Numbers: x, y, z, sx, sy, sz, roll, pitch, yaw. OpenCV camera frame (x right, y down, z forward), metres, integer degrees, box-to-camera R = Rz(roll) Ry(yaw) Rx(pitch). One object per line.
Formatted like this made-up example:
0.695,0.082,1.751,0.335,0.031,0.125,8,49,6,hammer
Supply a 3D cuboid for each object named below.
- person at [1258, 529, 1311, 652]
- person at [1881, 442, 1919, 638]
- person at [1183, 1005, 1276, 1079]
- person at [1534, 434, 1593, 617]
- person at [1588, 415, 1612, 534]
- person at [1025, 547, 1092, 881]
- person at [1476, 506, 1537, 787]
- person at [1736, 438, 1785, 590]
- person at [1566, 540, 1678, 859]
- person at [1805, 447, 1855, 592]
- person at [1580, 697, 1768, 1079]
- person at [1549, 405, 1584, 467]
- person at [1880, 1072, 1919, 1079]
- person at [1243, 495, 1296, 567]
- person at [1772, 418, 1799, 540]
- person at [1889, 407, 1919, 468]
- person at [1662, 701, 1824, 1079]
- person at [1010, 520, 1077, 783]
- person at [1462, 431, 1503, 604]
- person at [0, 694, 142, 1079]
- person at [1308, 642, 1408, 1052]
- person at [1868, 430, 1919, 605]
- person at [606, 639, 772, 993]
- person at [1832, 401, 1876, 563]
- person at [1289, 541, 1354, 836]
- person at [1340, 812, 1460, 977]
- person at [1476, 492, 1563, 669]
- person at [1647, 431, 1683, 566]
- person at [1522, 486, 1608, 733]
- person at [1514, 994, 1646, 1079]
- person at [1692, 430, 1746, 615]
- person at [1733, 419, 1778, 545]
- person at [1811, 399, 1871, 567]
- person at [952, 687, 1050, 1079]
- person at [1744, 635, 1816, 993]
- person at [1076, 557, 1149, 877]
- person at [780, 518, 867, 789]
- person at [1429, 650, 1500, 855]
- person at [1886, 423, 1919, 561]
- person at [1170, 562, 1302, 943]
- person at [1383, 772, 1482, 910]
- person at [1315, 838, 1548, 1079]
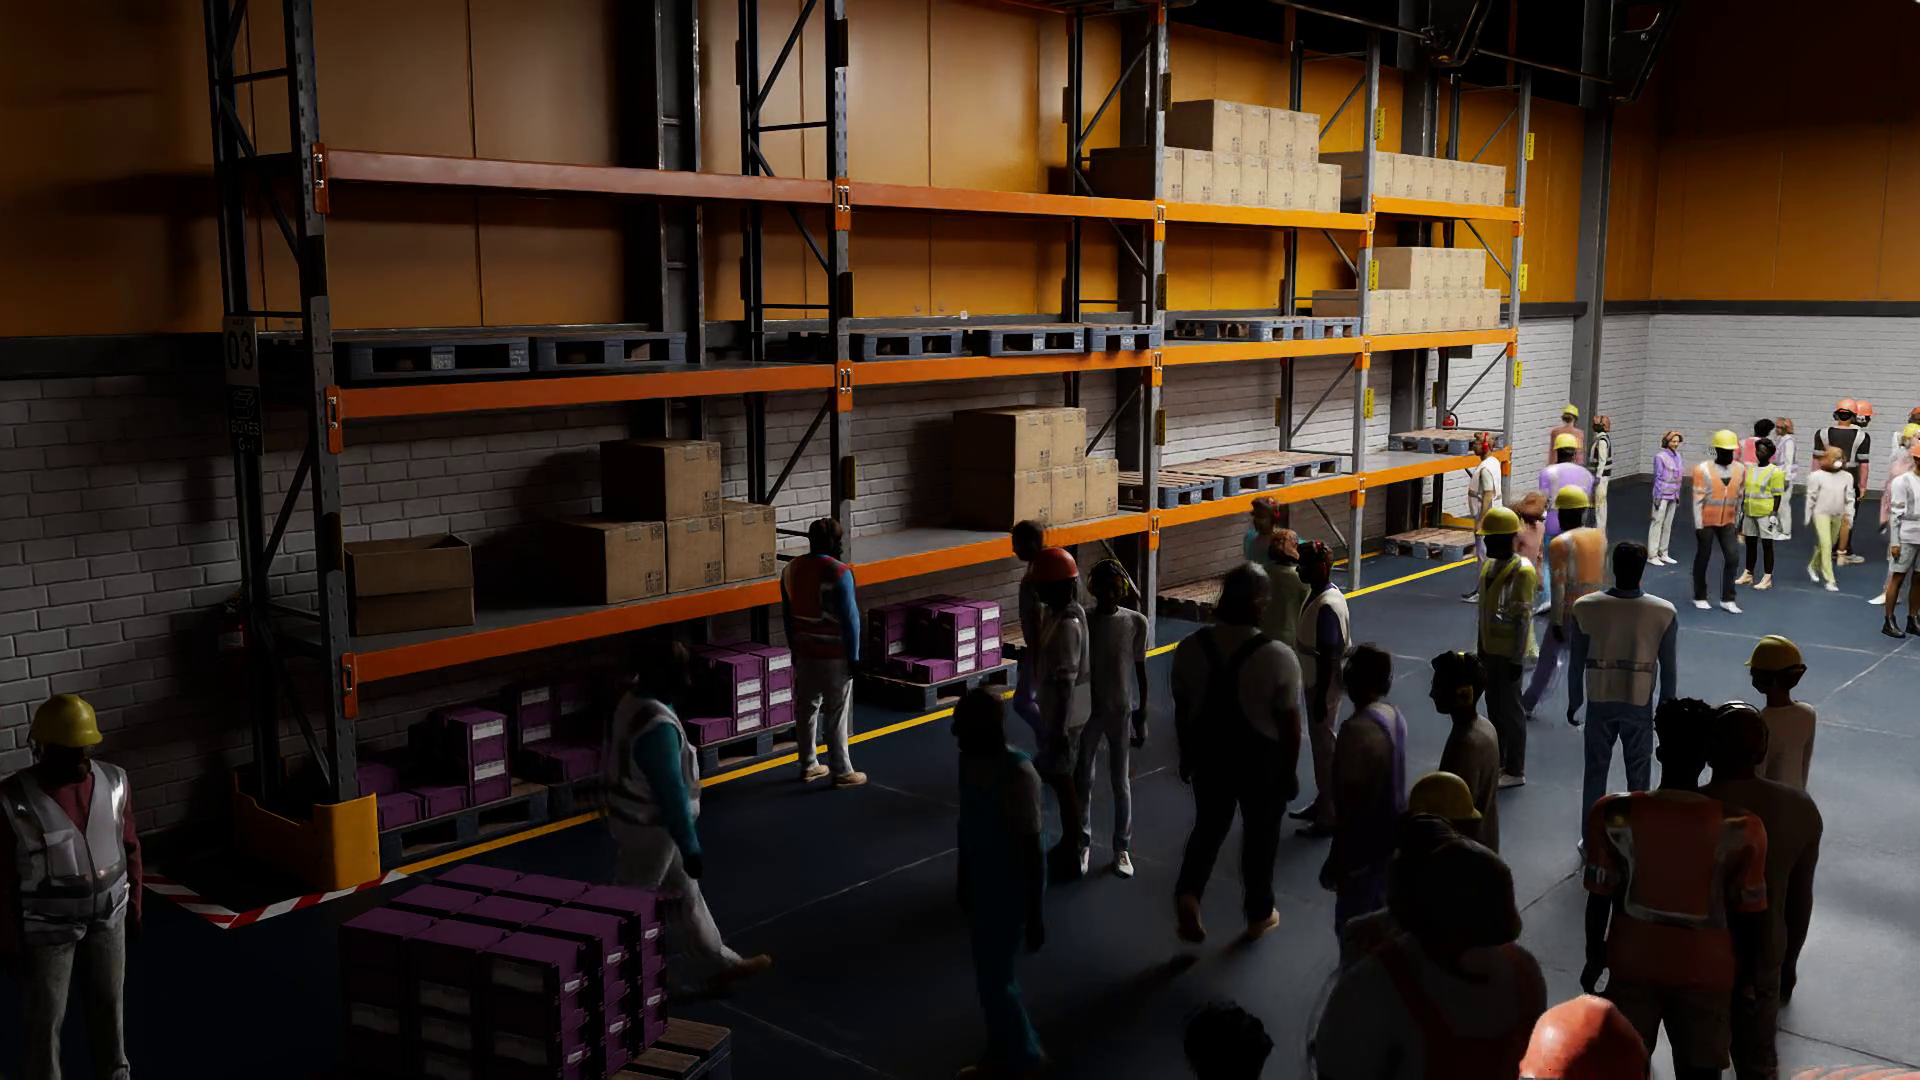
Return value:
2.349,0.729,12.223,0.510,1.622,0.278,4,10,24,person
9.208,-0.009,16.003,0.546,1.930,0.389,-2,9,-10,person
0.630,1.939,4.218,0.552,1.675,0.417,-2,9,-12,person
6.100,-0.131,16.934,0.641,1.881,0.499,-1,9,-8,person
8.624,-0.864,22.432,0.311,1.642,0.513,3,9,20,person
0.562,0.993,9.552,0.386,1.929,0.547,1,9,5,person
3.678,0.723,11.325,0.397,1.919,0.581,-2,9,-12,person
8.929,-0.294,18.571,0.318,1.700,0.537,-3,9,-20,person
3.890,0.958,9.797,0.597,1.916,0.371,4,10,22,person
9.761,-0.266,18.713,0.511,1.597,0.821,0,9,-3,person
2.551,1.525,5.980,0.603,1.966,0.368,4,10,25,person
8.308,-0.980,22.862,0.545,1.744,0.545,-7,11,-37,person
1.712,1.944,3.083,0.478,2.026,0.636,3,9,17,person
2.391,0.549,12.742,0.526,1.820,0.586,-5,10,-30,person
10.952,-0.807,22.108,0.331,1.630,0.531,3,9,16,person
11.938,-0.732,20.820,0.578,1.879,0.366,8,12,42,person
2.761,1.532,6.025,0.627,1.940,0.370,-1,9,-8,person
0.565,0.770,11.335,0.505,1.812,0.562,3,9,17,person
5.595,-0.240,17.747,0.389,1.846,0.566,3,9,18,person
-3.522,1.501,6.608,0.403,1.825,0.591,6,11,34,person
1.812,1.377,7.431,0.361,1.817,0.583,7,11,37,person
10.002,-0.216,17.453,0.482,1.888,0.707,-4,10,-23,person
-1.360,1.343,7.727,0.969,1.785,0.649,-3,9,-17,person
10.926,-0.714,20.370,0.407,1.986,0.616,0,9,1,person
2.265,0.913,10.360,0.394,1.836,0.561,1,9,5,person
1.397,1.733,5.062,0.504,1.840,0.341,3,9,17,person
4.944,0.357,14.715,0.809,1.583,0.508,8,12,42,person
8.556,-0.507,20.148,0.521,1.636,0.311,-7,11,-38,person
4.647,0.518,12.741,0.615,1.873,0.970,-4,10,-25,person
1.184,1.935,3.281,0.654,2.000,0.945,2,9,12,person
7.865,-0.182,17.199,0.596,1.898,0.745,0,9,-3,person
10.357,-0.769,21.793,0.592,1.650,0.612,7,11,38,person
10.610,-0.688,20.075,0.612,2.029,0.407,5,10,30,person
0.154,1.471,6.855,0.495,1.804,0.614,-6,10,-32,person
3.831,1.325,7.914,0.533,1.768,0.310,-6,11,-33,person
0.833,1.018,9.606,0.510,1.860,0.333,1,9,6,person
-0.914,0.765,11.299,0.619,1.840,0.430,7,11,37,person
2.158,1.389,7.200,0.327,1.862,0.511,3,9,21,person
11.518,-0.551,20.147,0.532,1.732,0.396,4,10,23,person
1.414,1.094,8.523,0.697,2.000,0.761,6,11,33,person
1.634,1.661,5.864,0.342,1.735,0.489,-1,9,-5,person
1.317,1.702,4.598,0.698,2.000,1.008,-5,10,-29,person
